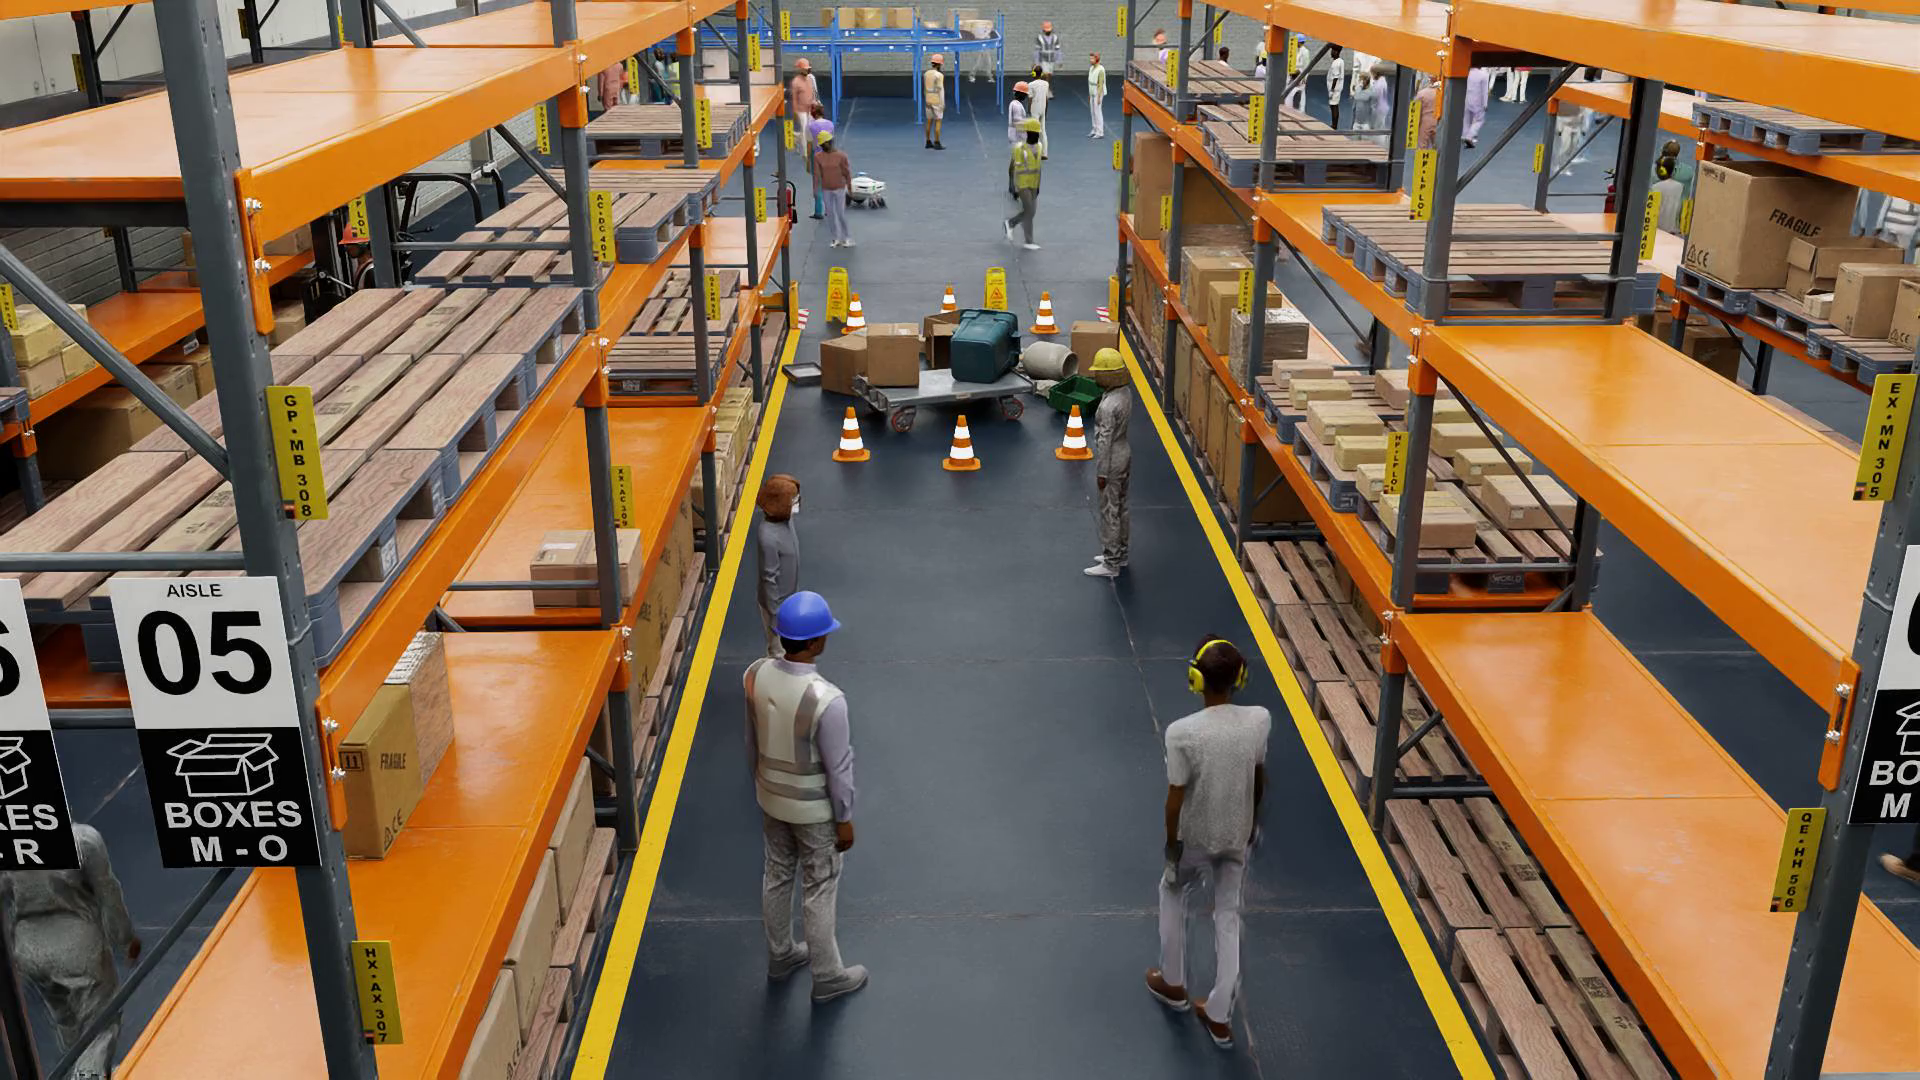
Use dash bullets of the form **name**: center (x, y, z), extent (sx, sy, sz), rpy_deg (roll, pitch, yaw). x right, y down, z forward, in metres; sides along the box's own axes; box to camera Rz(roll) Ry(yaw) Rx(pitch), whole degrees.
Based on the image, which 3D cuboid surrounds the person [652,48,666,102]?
- **person**: center (-6.683, -10.049, 37.189), extent (0.345, 1.846, 0.507), rpy_deg (-6, 22, -15)

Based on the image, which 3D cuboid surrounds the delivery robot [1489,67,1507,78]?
- **delivery robot**: center (15.586, -13.667, 48.414), extent (0.707, 0.478, 0.477), rpy_deg (-13, 24, -31)

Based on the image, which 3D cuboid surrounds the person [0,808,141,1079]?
- **person**: center (-3.533, 1.632, 6.489), extent (0.494, 1.717, 0.756), rpy_deg (-2, 21, -4)

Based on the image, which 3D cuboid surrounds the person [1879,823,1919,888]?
- **person**: center (5.028, 0.876, 8.334), extent (0.511, 1.837, 0.356), rpy_deg (-9, 23, -23)

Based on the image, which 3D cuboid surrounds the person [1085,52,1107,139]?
- **person**: center (2.981, -9.685, 36.243), extent (0.384, 1.835, 0.562), rpy_deg (-7, 22, -17)

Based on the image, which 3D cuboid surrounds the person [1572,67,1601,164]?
- **person**: center (12.174, -8.327, 32.572), extent (0.822, 1.892, 0.602), rpy_deg (-12, 24, -29)

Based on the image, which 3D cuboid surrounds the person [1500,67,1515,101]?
- **person**: center (14.380, -12.390, 43.379), extent (0.430, 1.845, 0.619), rpy_deg (3, 21, 8)

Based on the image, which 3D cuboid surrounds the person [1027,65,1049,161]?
- **person**: center (1.532, -8.447, 32.941), extent (0.506, 1.861, 0.328), rpy_deg (-15, 25, -34)

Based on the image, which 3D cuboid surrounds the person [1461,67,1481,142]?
- **person**: center (11.007, -9.466, 35.763), extent (0.329, 1.764, 0.524), rpy_deg (-2, 21, -5)

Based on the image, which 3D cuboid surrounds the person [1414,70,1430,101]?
- **person**: center (10.066, -9.748, 36.379), extent (0.325, 1.860, 0.515), rpy_deg (17, 26, 37)

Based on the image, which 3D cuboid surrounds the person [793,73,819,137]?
- **person**: center (-3.330, -9.625, 36.373), extent (0.935, 1.611, 0.590), rpy_deg (-10, 23, -25)

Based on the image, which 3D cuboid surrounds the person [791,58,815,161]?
- **person**: center (-3.153, -8.549, 33.032), extent (0.601, 1.981, 0.628), rpy_deg (13, 24, 31)

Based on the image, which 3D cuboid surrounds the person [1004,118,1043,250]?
- **person**: center (0.921, -5.238, 24.404), extent (0.710, 1.903, 0.604), rpy_deg (18, 27, 39)

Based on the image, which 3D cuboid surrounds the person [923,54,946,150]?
- **person**: center (-0.514, -9.098, 34.559), extent (0.380, 1.926, 0.564), rpy_deg (-17, 27, -38)

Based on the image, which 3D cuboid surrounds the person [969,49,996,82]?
- **person**: center (0.638, -14.156, 48.236), extent (0.841, 1.707, 0.494), rpy_deg (12, 24, 29)

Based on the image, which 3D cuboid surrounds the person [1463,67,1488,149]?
- **person**: center (10.655, -9.065, 34.517), extent (0.675, 1.890, 0.552), rpy_deg (19, 28, 40)

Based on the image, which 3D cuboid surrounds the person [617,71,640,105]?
- **person**: center (-6.162, -7.836, 31.272), extent (0.578, 1.879, 1.056), rpy_deg (7, 22, 18)

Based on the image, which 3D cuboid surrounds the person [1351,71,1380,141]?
- **person**: center (7.503, -7.728, 30.944), extent (0.383, 1.928, 0.635), rpy_deg (-11, 23, -27)

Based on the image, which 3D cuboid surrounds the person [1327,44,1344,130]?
- **person**: center (8.316, -10.022, 36.946), extent (0.368, 1.966, 0.602), rpy_deg (8, 22, 20)

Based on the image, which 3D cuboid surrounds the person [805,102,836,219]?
- **person**: center (-2.233, -6.106, 26.785), extent (0.406, 1.836, 0.564), rpy_deg (19, 28, 41)

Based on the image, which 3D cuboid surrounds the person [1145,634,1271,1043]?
- **person**: center (1.088, 1.263, 7.280), extent (0.523, 1.846, 0.679), rpy_deg (-4, 21, -11)

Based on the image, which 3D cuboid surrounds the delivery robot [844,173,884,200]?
- **delivery robot**: center (-1.638, -5.930, 27.964), extent (0.707, 0.478, 0.477), rpy_deg (12, 24, 28)

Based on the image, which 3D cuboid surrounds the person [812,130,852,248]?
- **person**: center (-1.871, -5.125, 24.331), extent (0.541, 1.726, 0.522), rpy_deg (3, 21, 8)

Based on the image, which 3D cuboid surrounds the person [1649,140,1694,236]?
- **person**: center (9.154, -4.231, 21.679), extent (0.628, 1.940, 0.373), rpy_deg (0, 21, 0)

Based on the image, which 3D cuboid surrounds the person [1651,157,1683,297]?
- **person**: center (8.762, -3.854, 20.807), extent (0.560, 1.847, 0.418), rpy_deg (-7, 22, -18)

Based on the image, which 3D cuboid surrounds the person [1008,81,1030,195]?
- **person**: center (1.029, -7.022, 29.071), extent (0.372, 1.928, 0.543), rpy_deg (-3, 21, -8)

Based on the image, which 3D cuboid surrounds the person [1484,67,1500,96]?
- **person**: center (14.038, -12.648, 44.027), extent (0.580, 1.869, 0.419), rpy_deg (7, 22, 18)

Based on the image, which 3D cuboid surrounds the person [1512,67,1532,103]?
- **person**: center (14.555, -12.199, 43.002), extent (0.329, 1.749, 0.560), rpy_deg (-14, 25, -33)

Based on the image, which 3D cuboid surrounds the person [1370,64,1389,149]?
- **person**: center (8.171, -8.402, 32.762), extent (0.669, 1.893, 0.710), rpy_deg (4, 21, 11)

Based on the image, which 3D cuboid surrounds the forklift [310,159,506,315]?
- **forklift**: center (-5.622, -2.910, 17.832), extent (2.313, 2.155, 1.214), rpy_deg (-1, 21, -1)

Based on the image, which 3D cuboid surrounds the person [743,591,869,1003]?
- **person**: center (-0.697, 1.146, 7.455), extent (0.606, 1.947, 0.406), rpy_deg (18, 27, 38)

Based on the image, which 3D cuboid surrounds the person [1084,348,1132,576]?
- **person**: center (1.097, -0.573, 12.304), extent (0.322, 1.734, 0.488), rpy_deg (8, 22, 20)

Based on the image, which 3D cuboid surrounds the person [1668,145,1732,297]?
- **person**: center (9.408, -4.028, 21.000), extent (0.536, 2.000, 0.675), rpy_deg (-12, 24, -30)

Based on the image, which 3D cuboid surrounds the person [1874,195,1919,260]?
- **person**: center (11.815, -3.896, 20.893), extent (0.466, 1.865, 0.619), rpy_deg (-11, 23, -27)

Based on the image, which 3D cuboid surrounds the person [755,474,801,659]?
- **person**: center (-1.062, 0.374, 9.947), extent (0.295, 1.622, 0.511), rpy_deg (3, 21, 7)

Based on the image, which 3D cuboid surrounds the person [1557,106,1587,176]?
- **person**: center (11.459, -7.685, 31.107), extent (0.486, 1.730, 0.384), rpy_deg (-4, 21, -10)

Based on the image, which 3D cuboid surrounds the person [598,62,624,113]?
- **person**: center (-7.678, -9.818, 36.491), extent (0.638, 1.910, 0.407), rpy_deg (-19, 28, -40)

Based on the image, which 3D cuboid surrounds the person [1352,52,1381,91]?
- **person**: center (9.290, -10.469, 38.058), extent (0.619, 2.030, 0.455), rpy_deg (4, 21, 10)

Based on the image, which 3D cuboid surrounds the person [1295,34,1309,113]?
- **person**: center (8.158, -11.171, 40.030), extent (0.422, 1.938, 0.645), rpy_deg (-5, 21, -12)

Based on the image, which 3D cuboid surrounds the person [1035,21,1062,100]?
- **person**: center (2.330, -12.629, 43.812), extent (0.671, 2.034, 0.681), rpy_deg (-7, 22, -18)
